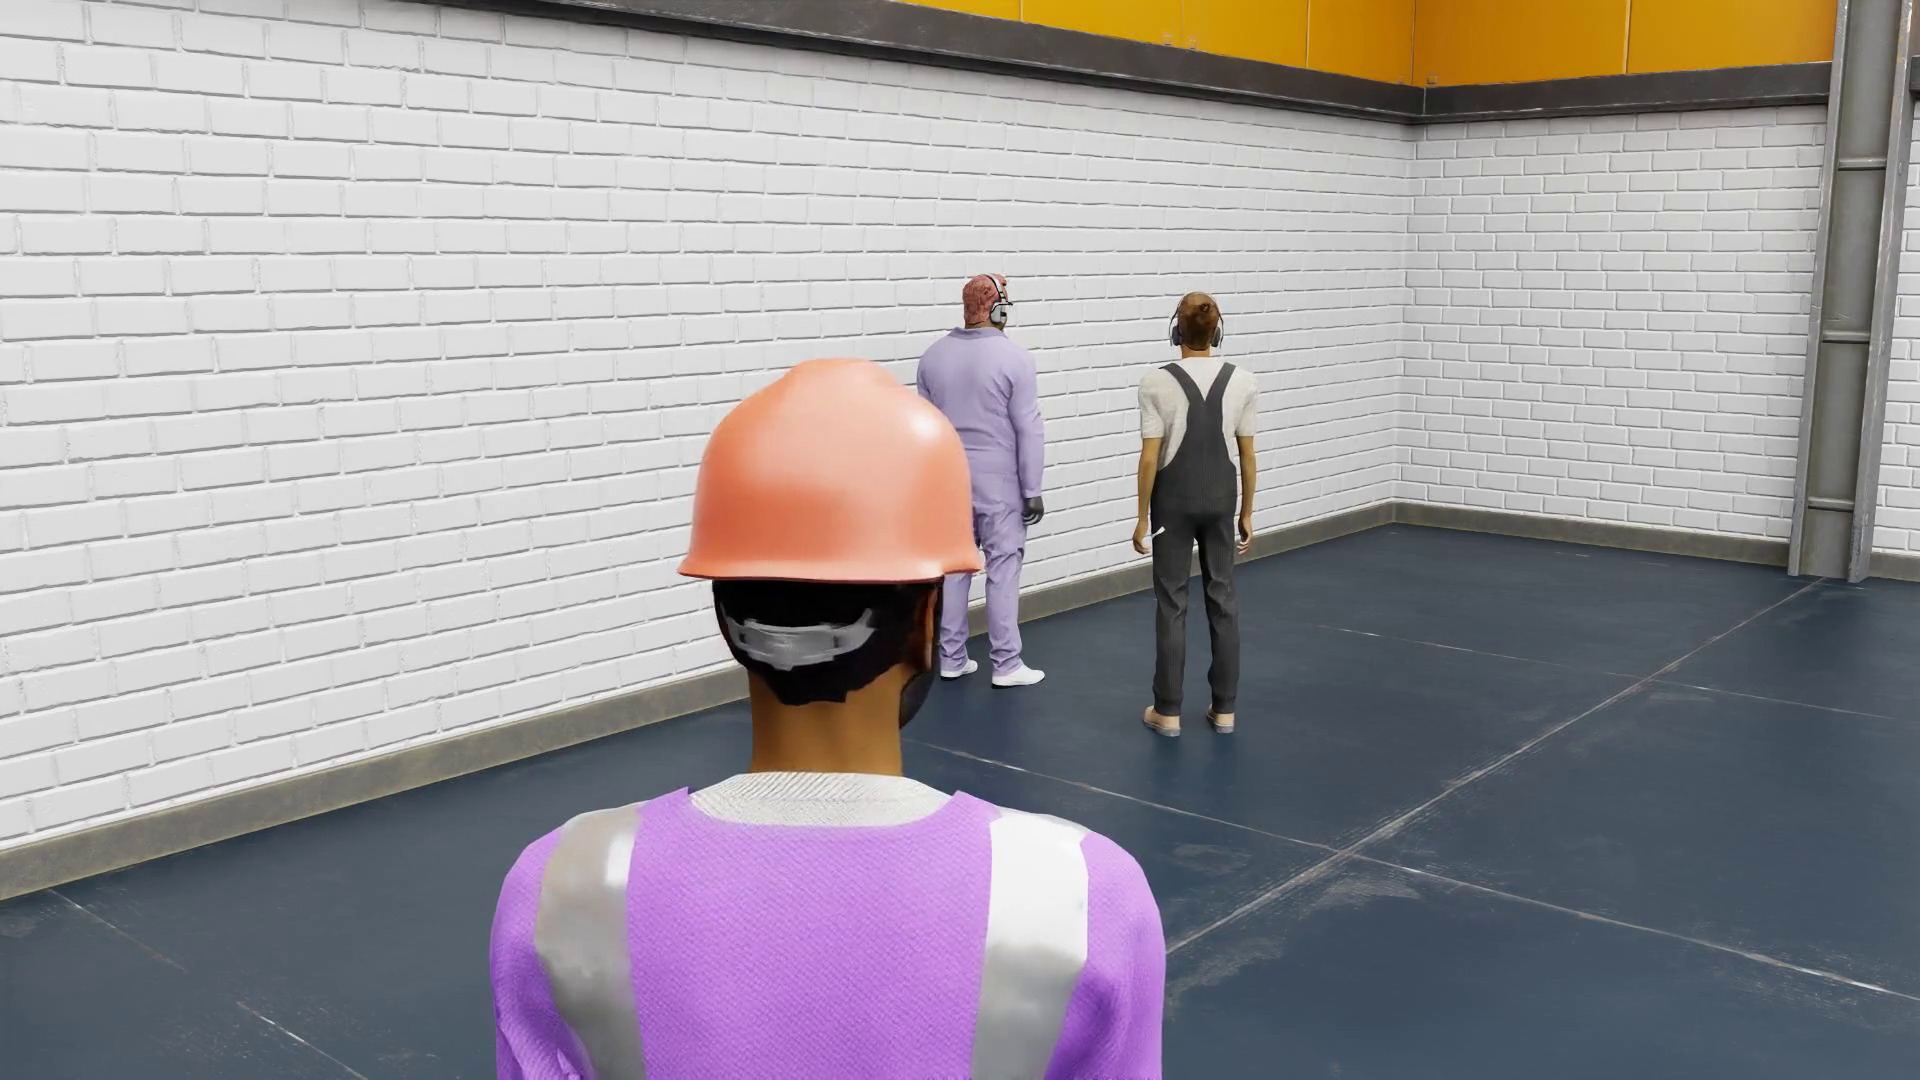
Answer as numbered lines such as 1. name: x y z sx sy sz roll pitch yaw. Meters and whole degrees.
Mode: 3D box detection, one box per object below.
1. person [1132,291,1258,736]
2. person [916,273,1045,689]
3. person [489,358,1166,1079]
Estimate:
1. person: 0.974 -0.101 6.913 0.514 1.843 0.327 -1 10 -8
2. person: 0.123 -0.267 7.682 0.651 1.907 0.409 7 12 34
3. person: -0.102 0.813 1.453 0.551 1.932 0.377 0 10 2
